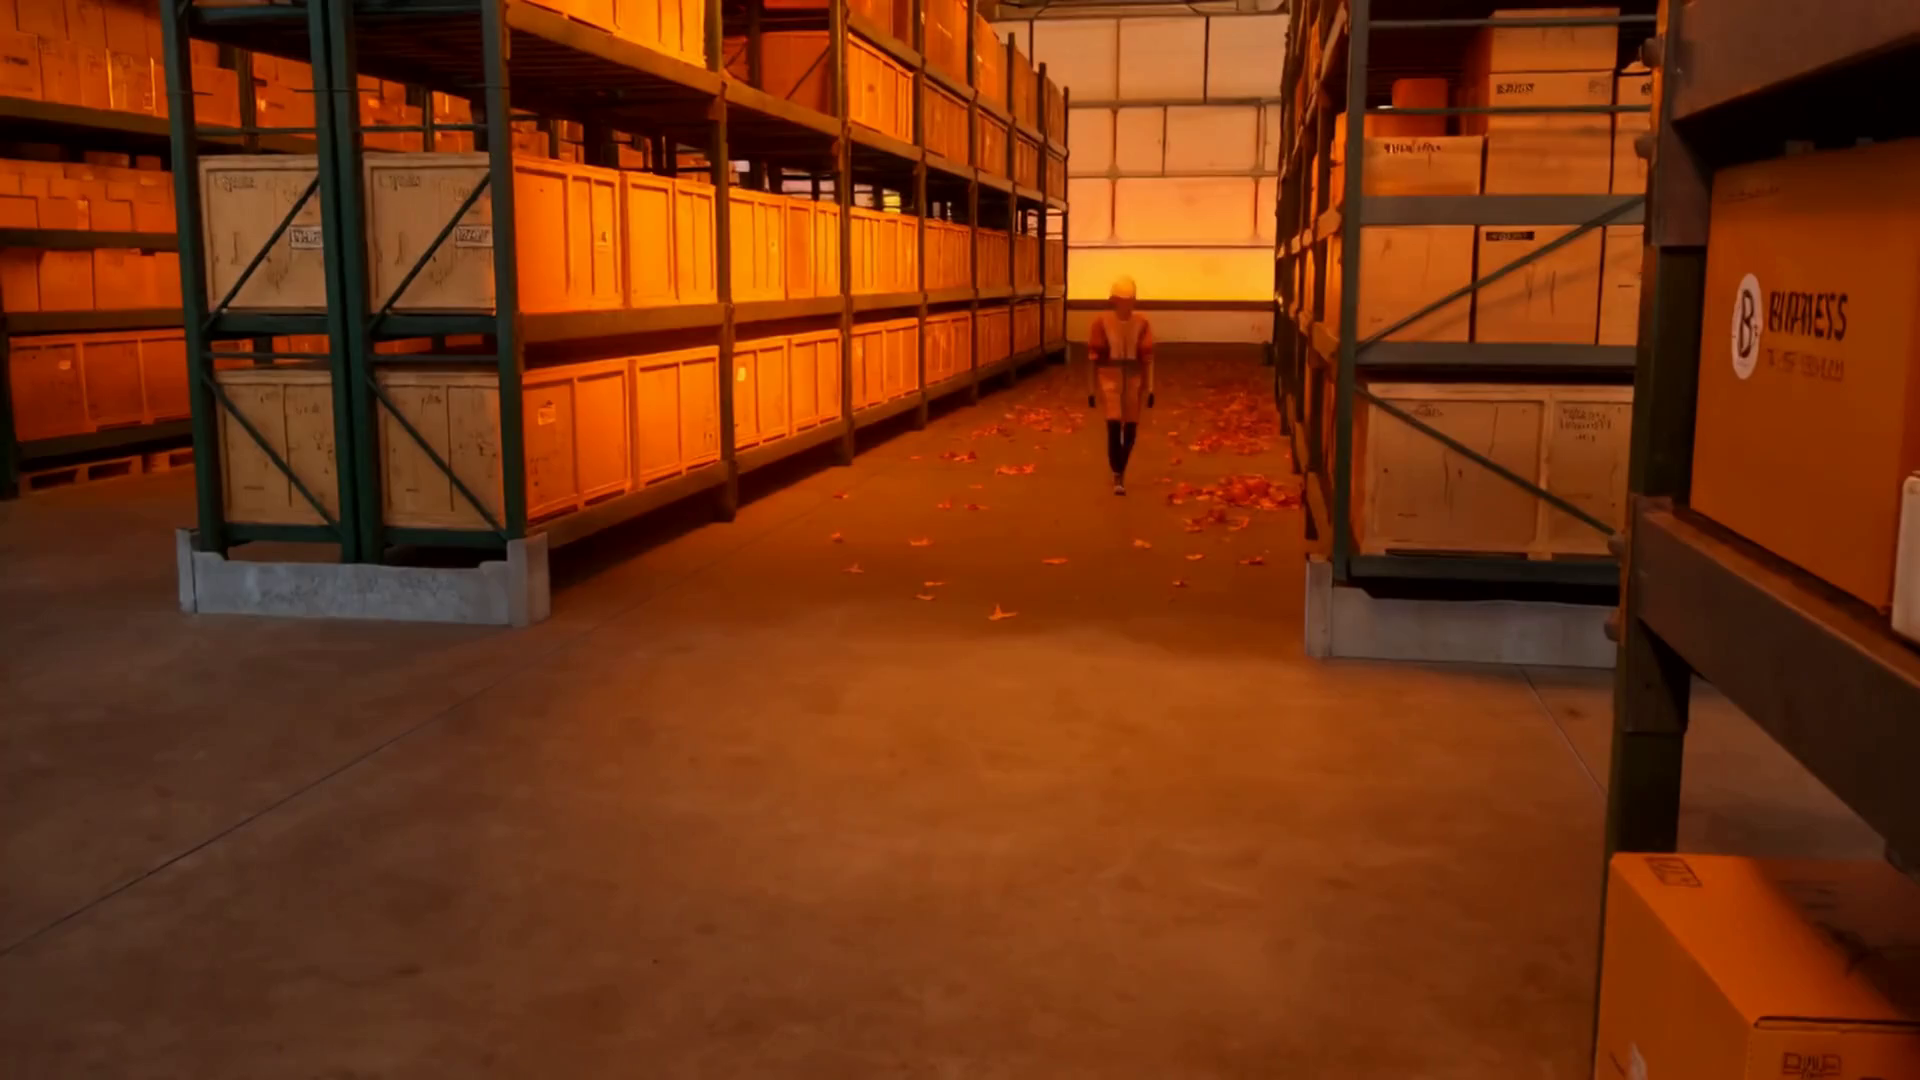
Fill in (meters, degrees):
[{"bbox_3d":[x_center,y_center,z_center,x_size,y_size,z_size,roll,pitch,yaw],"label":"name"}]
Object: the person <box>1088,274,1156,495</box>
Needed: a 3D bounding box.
[{"bbox_3d":[1.484,-1.447,15.389,0.622,2.016,0.857,0,9,0],"label":"person"}]
